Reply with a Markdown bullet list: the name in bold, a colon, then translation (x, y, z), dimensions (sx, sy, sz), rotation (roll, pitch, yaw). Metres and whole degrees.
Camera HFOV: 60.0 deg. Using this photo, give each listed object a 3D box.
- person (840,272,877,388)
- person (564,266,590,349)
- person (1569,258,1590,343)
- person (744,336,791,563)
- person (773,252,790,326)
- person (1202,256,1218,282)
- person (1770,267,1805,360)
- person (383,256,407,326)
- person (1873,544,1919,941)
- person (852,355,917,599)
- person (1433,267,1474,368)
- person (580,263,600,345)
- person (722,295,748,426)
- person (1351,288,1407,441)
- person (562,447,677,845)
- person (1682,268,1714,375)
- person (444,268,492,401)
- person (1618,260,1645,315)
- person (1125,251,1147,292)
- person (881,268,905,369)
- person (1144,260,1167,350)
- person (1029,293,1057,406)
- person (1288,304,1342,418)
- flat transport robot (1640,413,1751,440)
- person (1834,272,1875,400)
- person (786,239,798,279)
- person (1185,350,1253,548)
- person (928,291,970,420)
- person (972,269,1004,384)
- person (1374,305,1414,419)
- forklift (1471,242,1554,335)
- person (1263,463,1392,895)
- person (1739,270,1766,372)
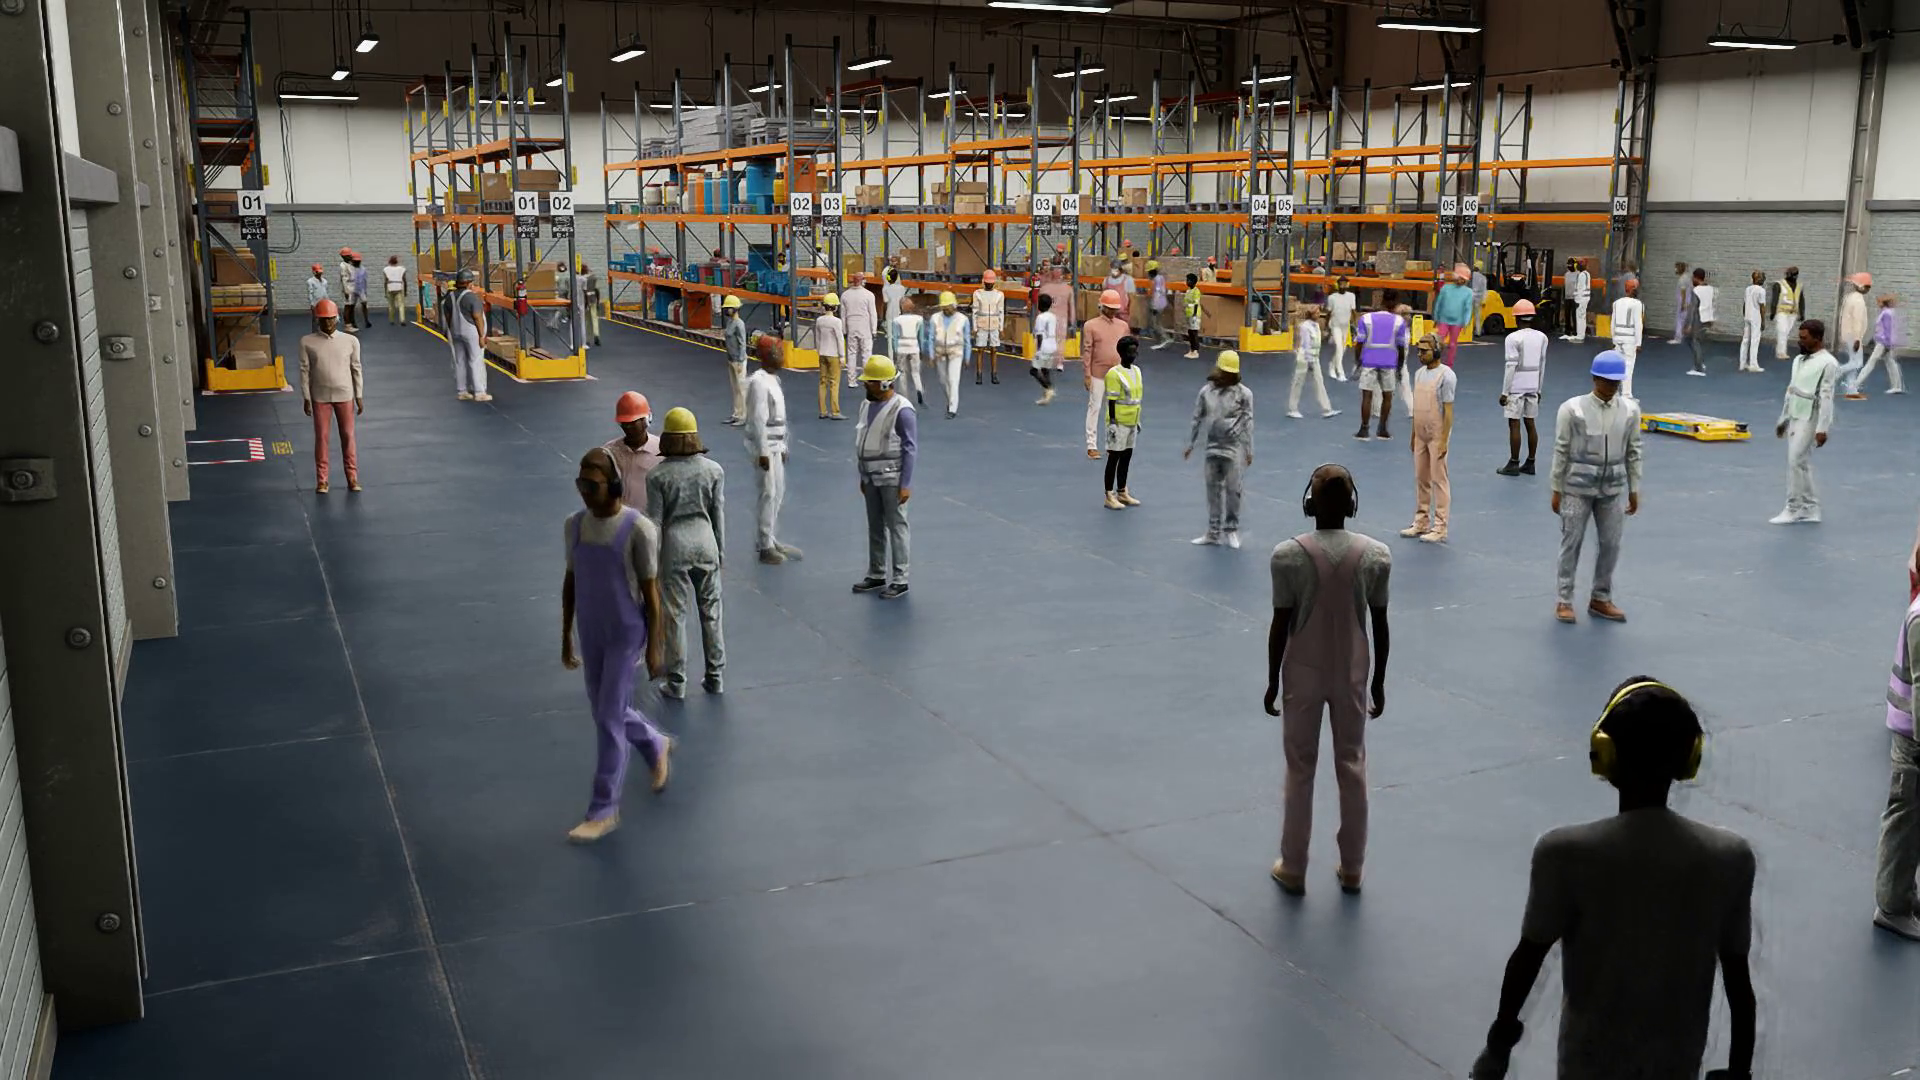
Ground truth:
- **person**: translation (-1.640, -3.454, 27.424), dimensions (0.637, 1.911, 0.403), rotation (5, 12, 23)
- **person**: translation (-8.110, -4.966, 35.236), dimensions (0.516, 1.861, 0.321), rotation (1, 11, 3)
- **person**: translation (13.816, -5.319, 36.999), dimensions (0.366, 1.880, 0.582), rotation (7, 13, 30)
- **person**: translation (-1.608, -0.746, 13.791), dimensions (0.383, 1.860, 0.633), rotation (2, 11, 10)
- **person**: translation (-4.563, -6.425, 42.611), dimensions (0.508, 1.876, 0.328), rotation (2, 11, 9)
- **person**: translation (6.538, -6.521, 43.403), dimensions (0.563, 1.751, 0.342), rotation (-10, 15, -41)
- **person**: translation (16.372, -4.464, 32.791), dimensions (0.654, 1.810, 0.769), rotation (-2, 11, -11)
- **person**: translation (-14.436, -6.371, 42.570), dimensions (0.572, 1.794, 0.993), rotation (-6, 13, -28)
- **person**: translation (3.872, 0.764, 6.661), dimensions (0.308, 1.645, 0.514), rotation (8, 14, 35)
- **person**: translation (-0.572, -0.474, 12.478), dimensions (0.404, 1.829, 0.591), rotation (-9, 14, -39)
- **person**: translation (8.619, -3.806, 29.135), dimensions (0.689, 1.932, 0.591), rotation (5, 12, 24)
- **person**: translation (-8.122, -5.158, 36.372), dimensions (0.594, 1.805, 0.897), rotation (-6, 12, -27)
- **person**: translation (-3.057, -2.432, 22.587), dimensions (0.323, 1.769, 0.523), rotation (-5, 12, -25)
- **person**: translation (5.325, -2.220, 21.113), dimensions (0.664, 1.937, 0.435), rotation (2, 11, 12)
- **person**: translation (-1.610, 0.446, 7.852), dimensions (0.518, 1.820, 0.836), rotation (6, 12, 26)
- **person**: translation (13.130, -3.882, 29.621), dimensions (0.616, 1.897, 0.496), rotation (-9, 15, -40)
- **person**: translation (-7.539, -3.159, 25.585), dimensions (0.676, 2.000, 0.536), rotation (6, 13, 27)
- **person**: translation (13.830, -4.776, 34.120), dimensions (0.690, 1.913, 0.636), rotation (1, 11, 4)
- **person**: translation (4.484, -6.401, 42.383), dimensions (0.589, 1.915, 0.399), rotation (-1, 11, -3)
- **person**: translation (-1.232, -4.049, 30.542), dimensions (0.512, 1.873, 0.328), rotation (-9, 14, -38)
- **person**: translation (4.112, -4.939, 35.002), dimensions (0.477, 1.899, 0.684), rotation (0, 11, 1)
- **person**: translation (1.248, -2.835, 24.836), dimensions (0.358, 1.683, 0.561), rotation (5, 12, 25)
- **person**: translation (4.950, -2.477, 23.223), dimensions (0.814, 1.596, 0.539), rotation (9, 14, 39)
- **flat transport robot**: translation (9.504, -1.496, 21.643), dimensions (0.652, 0.197, 1.431), rotation (-3, 12, -17)
- **person**: translation (13.696, -3.131, 25.609), dimensions (0.640, 1.972, 0.628), rotation (3, 12, 17)
- **person**: translation (-5.412, -8.466, 52.554), dimensions (0.615, 2.038, 0.395), rotation (-5, 12, -22)
- **person**: translation (2.232, -0.777, 14.304), dimensions (0.585, 1.726, 0.394), rotation (7, 13, 32)
- **person**: translation (-0.137, -2.630, 23.527), dimensions (0.581, 1.799, 0.816), rotation (3, 11, 14)
- **person**: translation (0.478, -3.583, 28.019), dimensions (0.543, 1.932, 0.365), rotation (-1, 11, -7)
- **person**: translation (6.149, -2.469, 23.185), dimensions (0.826, 1.586, 0.549), rotation (11, 15, 44)
- **forklift**: translation (13.047, -6.049, 39.881), dimensions (2.313, 2.155, 1.214), rotation (-5, 12, -23)
- **person**: translation (1.543, 0.593, 7.017), dimensions (0.516, 1.842, 0.328), rotation (0, 11, 0)
- **person**: translation (14.443, -3.975, 30.233), dimensions (0.345, 1.846, 0.506), rotation (-3, 12, -15)
